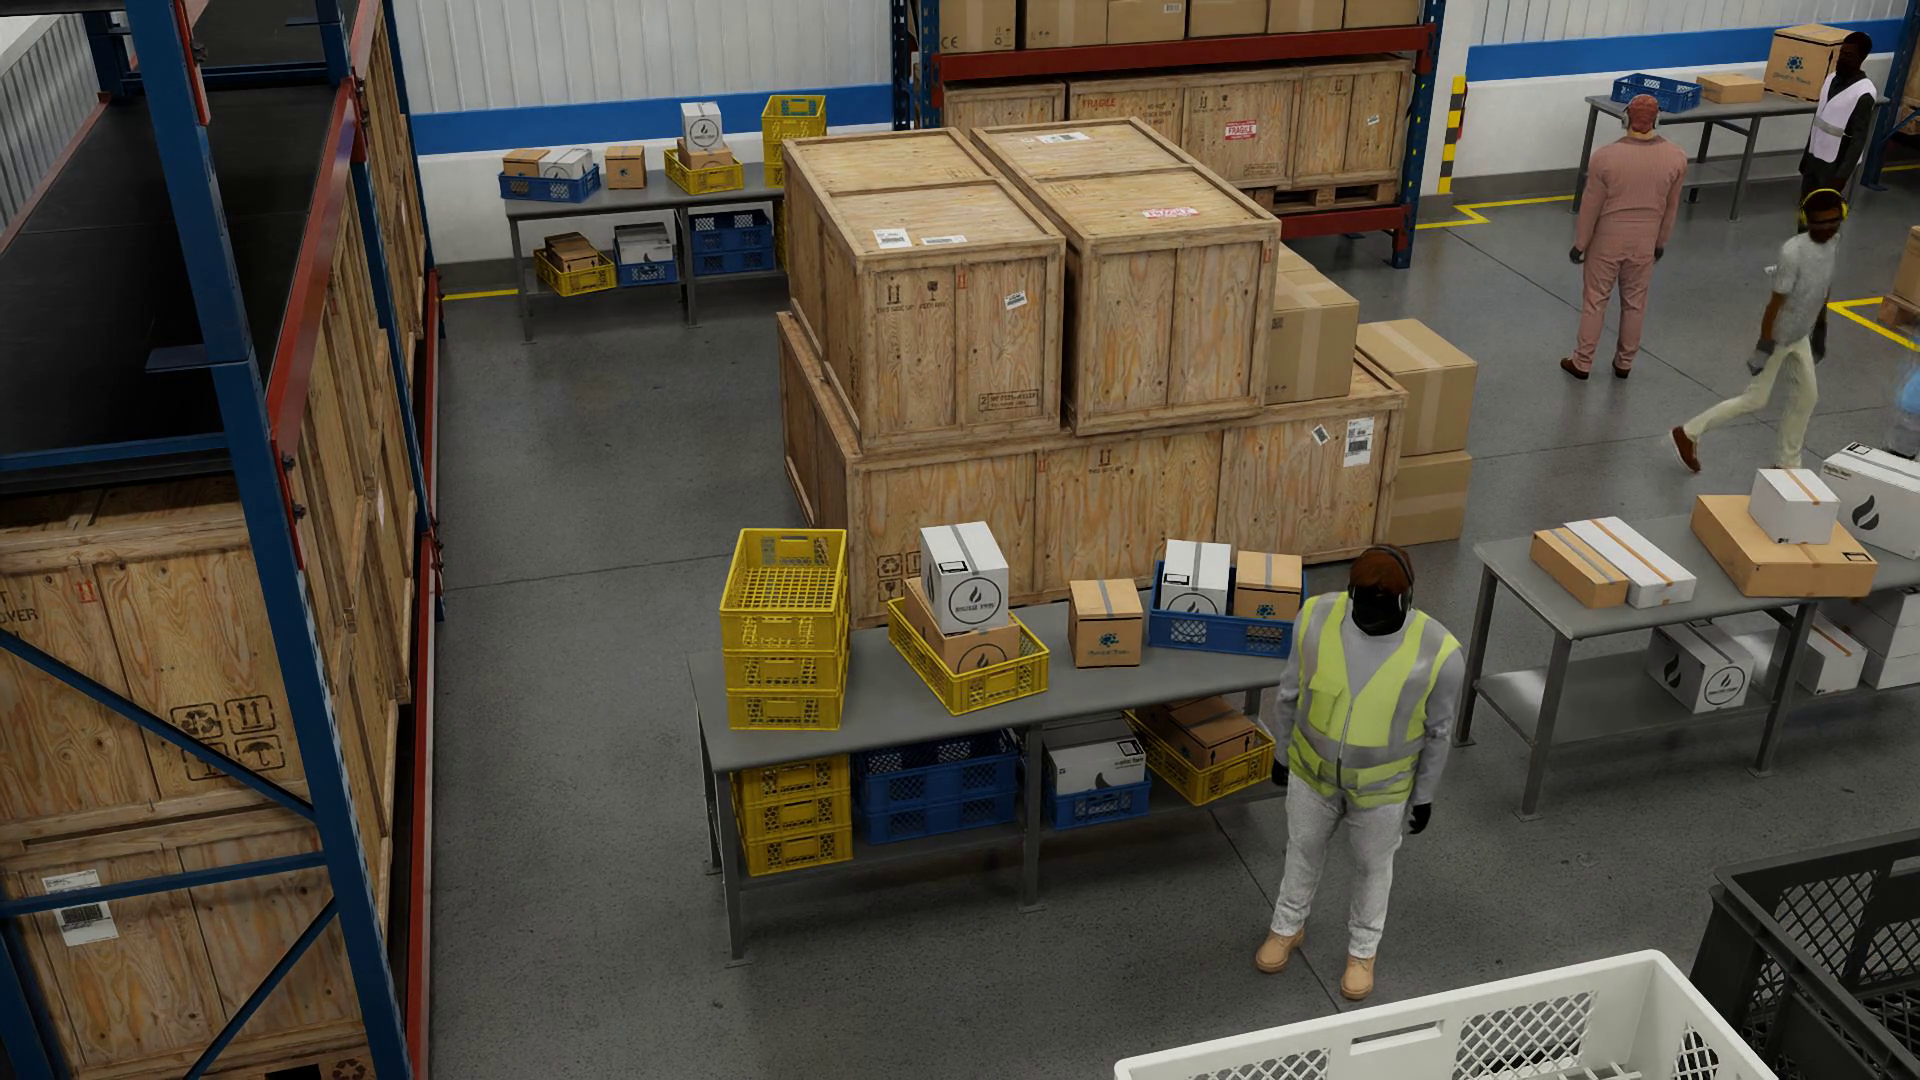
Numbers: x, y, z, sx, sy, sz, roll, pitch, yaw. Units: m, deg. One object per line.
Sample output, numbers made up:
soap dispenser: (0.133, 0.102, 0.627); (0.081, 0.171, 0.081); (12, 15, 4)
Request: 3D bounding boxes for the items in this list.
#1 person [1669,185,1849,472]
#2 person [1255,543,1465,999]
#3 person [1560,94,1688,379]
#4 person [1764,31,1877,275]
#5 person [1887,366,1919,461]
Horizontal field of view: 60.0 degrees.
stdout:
person: (4.763, -1.195, 9.662); (0.587, 1.836, 0.810); (-22, 36, -34)
person: (1.404, 0.834, 5.959); (0.619, 1.844, 0.430); (14, 32, 24)
person: (4.375, -1.990, 11.026); (0.637, 1.901, 0.403); (0, 29, 1)
person: (6.584, -2.869, 12.597); (0.380, 1.920, 0.596); (-1, 29, -3)
person: (5.304, -0.681, 8.873); (0.542, 1.673, 0.668); (-11, 31, -20)
